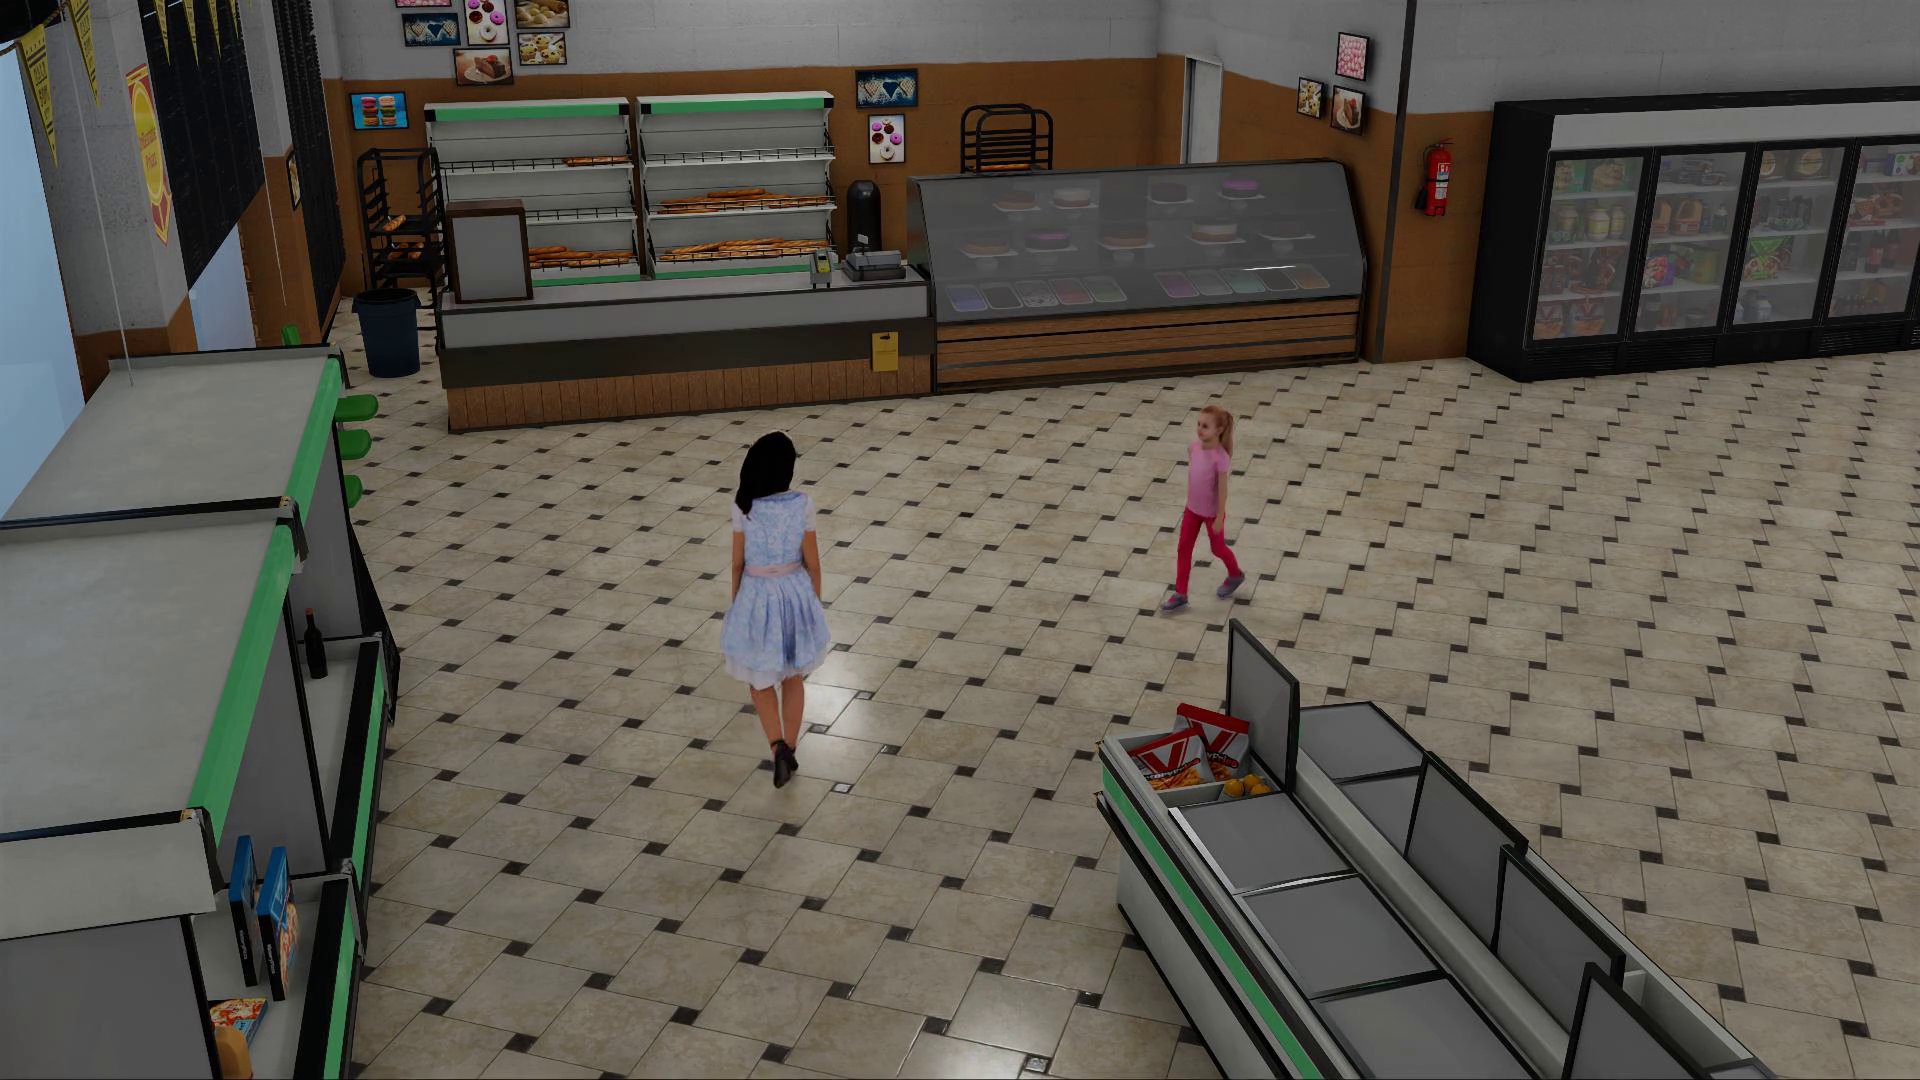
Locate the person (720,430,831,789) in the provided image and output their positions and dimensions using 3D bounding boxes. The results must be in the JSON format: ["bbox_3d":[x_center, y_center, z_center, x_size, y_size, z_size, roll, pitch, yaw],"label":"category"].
[{"bbox_3d":[-0.854,0.395,7.765,0.723,1.803,0.931,-4,22,-9],"label":"person"}]

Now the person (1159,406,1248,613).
[{"bbox_3d":[1.522,-0.198,9.979,0.776,1.253,0.890,-16,27,-35],"label":"person"}]
